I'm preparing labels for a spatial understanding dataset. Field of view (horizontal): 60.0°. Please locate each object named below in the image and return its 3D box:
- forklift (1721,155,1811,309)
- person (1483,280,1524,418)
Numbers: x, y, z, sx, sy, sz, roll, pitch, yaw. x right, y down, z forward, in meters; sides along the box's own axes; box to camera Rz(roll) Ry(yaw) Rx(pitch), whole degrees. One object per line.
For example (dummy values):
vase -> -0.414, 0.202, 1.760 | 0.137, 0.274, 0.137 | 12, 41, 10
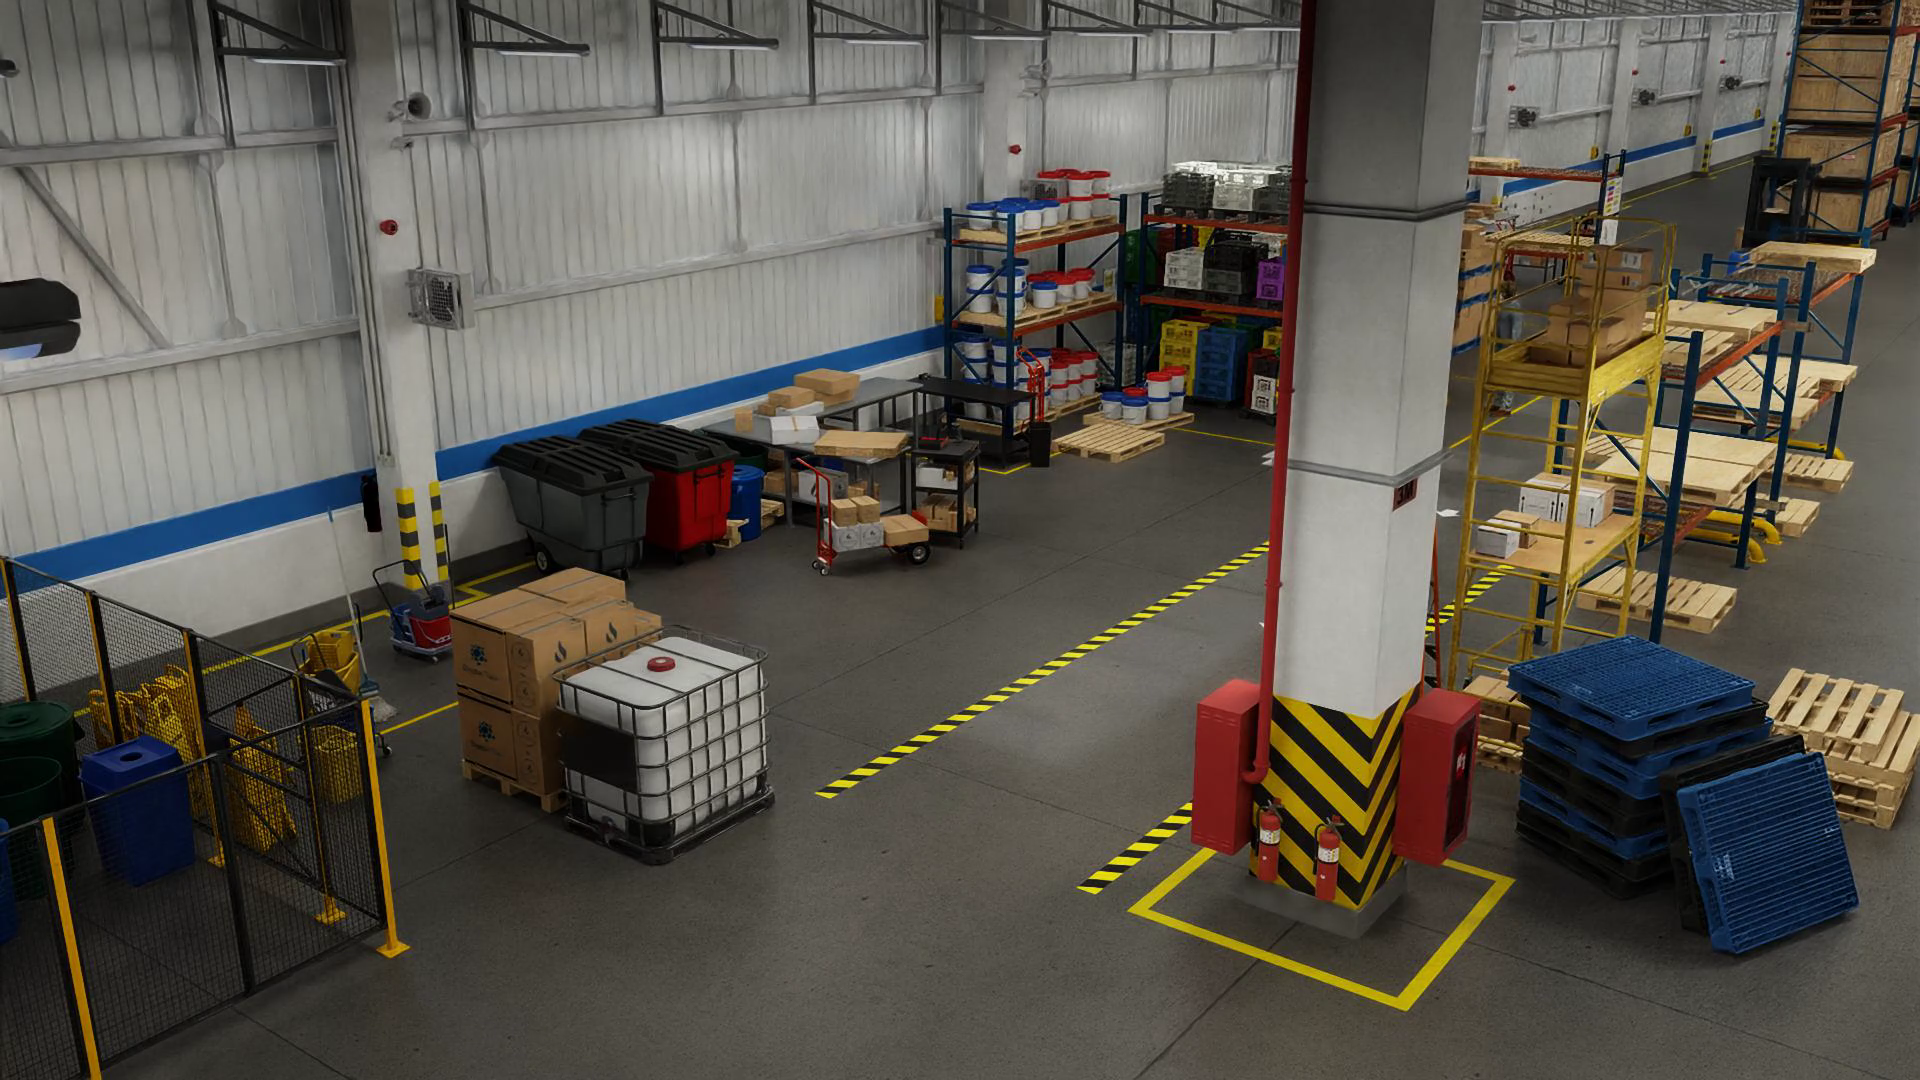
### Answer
forklift -> 15.416, -5.871, 31.589 | 1.129, 2.768, 1.873 | 13, 22, 34
person -> 7.653, -2.685, 23.339 | 0.370, 1.934, 0.627 | 0, 18, -1
